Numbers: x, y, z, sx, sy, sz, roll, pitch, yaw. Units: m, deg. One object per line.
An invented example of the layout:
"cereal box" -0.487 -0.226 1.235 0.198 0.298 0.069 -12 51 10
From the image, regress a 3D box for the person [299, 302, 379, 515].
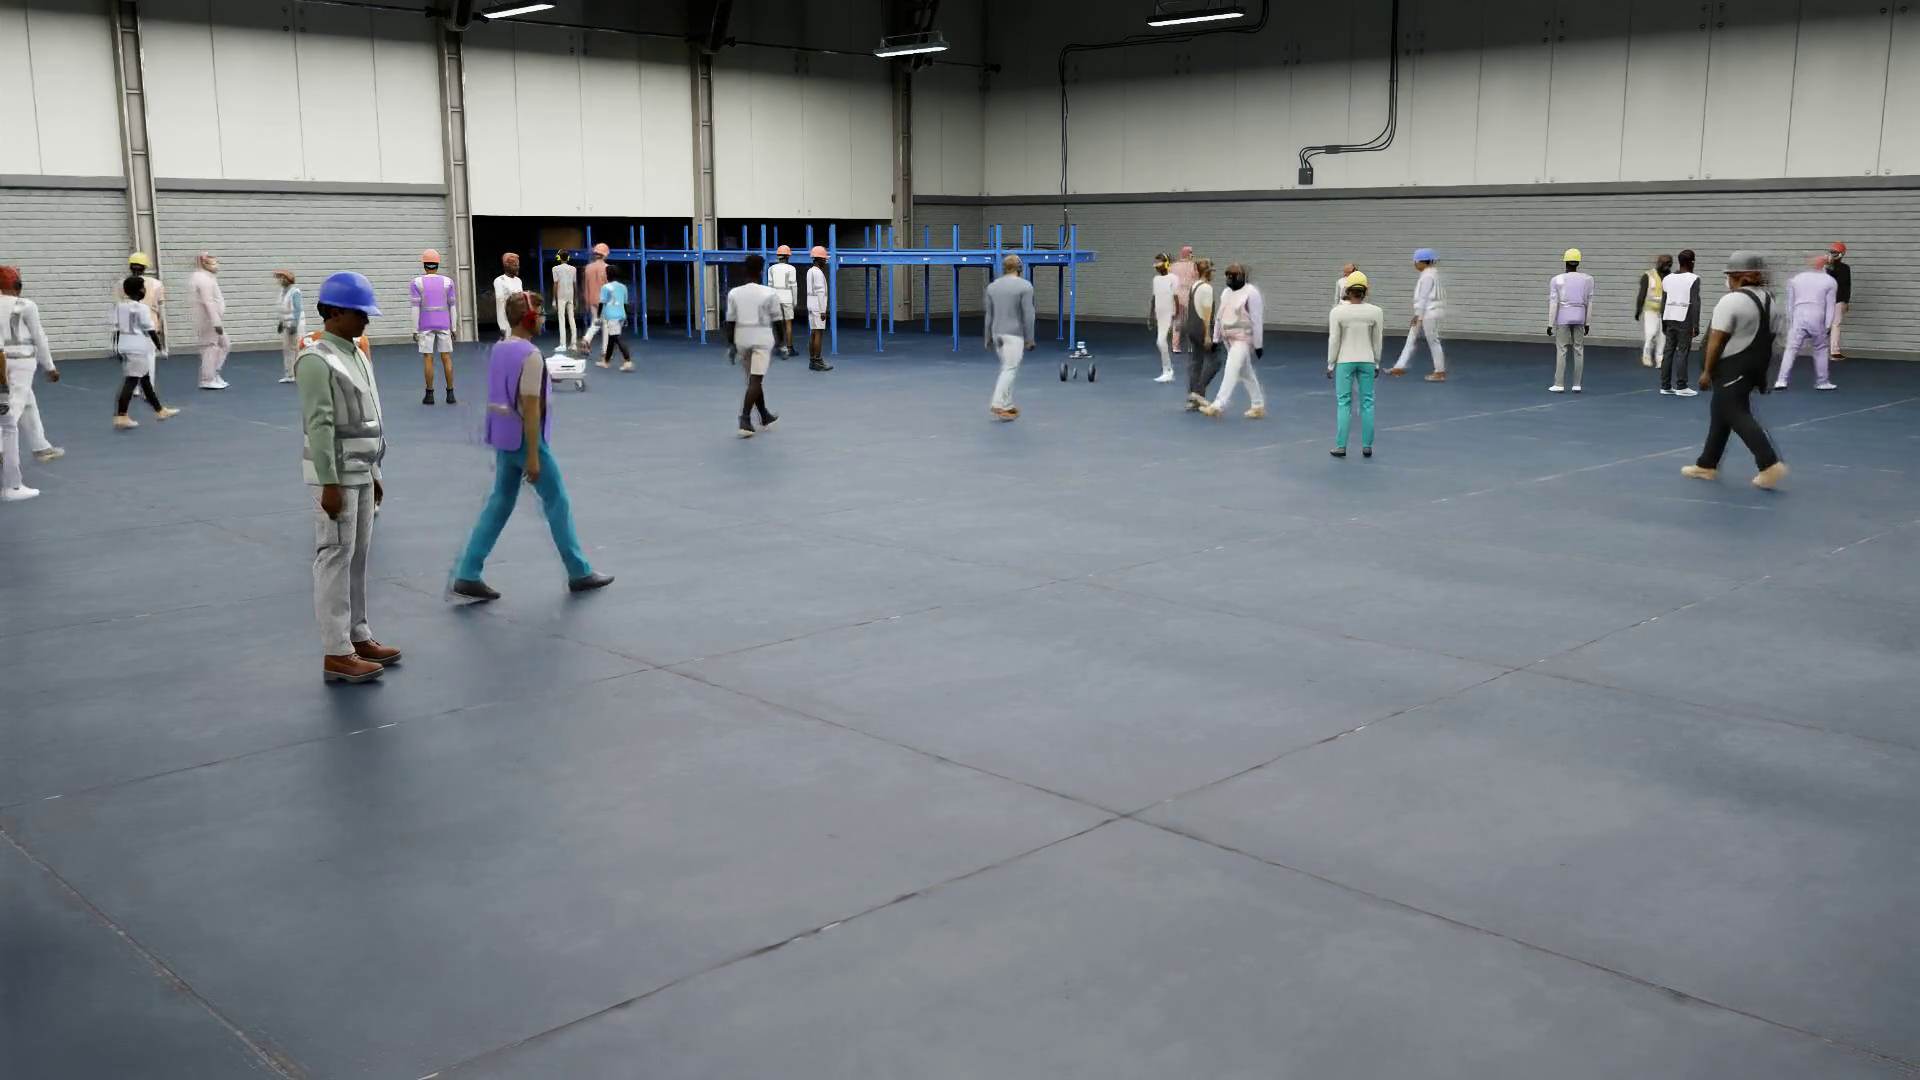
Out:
"person" -4.651 -1.010 12.477 0.532 1.696 0.319 -1 10 -8

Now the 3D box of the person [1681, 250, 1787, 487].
"person" 6.678 -1.472 14.173 0.678 2.000 0.986 -8 13 -37

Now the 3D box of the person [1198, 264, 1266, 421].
"person" 3.172 -2.277 19.152 1.010 1.781 0.621 -4 11 -22

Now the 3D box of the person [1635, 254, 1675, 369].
"person" 11.115 -3.630 26.440 0.695 1.818 0.455 1 10 5

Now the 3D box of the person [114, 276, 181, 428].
"person" -9.076 -2.091 18.465 0.550 1.654 0.846 8 13 37

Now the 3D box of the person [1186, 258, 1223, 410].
"person" 2.966 -2.490 20.190 0.409 1.827 0.544 -3 11 -17

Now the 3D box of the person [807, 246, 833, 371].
"person" -2.230 -3.659 26.256 0.351 1.941 0.545 -4 11 -23

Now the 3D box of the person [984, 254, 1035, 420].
"person" 0.510 -2.344 19.232 0.650 1.905 0.728 9 14 42

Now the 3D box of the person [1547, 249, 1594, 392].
"person" 8.241 -2.964 22.497 0.585 1.929 0.377 0 10 0

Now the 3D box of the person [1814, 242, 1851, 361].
"person" 14.867 -4.067 28.328 0.376 1.996 0.608 -6 12 -30

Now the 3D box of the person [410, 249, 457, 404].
"person" -6.648 -2.699 21.024 0.552 1.936 0.360 -5 12 -26

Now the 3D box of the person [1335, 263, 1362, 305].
"person" 6.616 -3.888 28.326 0.311 1.638 0.523 -10 14 -43

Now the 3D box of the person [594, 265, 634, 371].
"person" -5.424 -3.473 26.030 0.864 1.651 0.538 5 12 26

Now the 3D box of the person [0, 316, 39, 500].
"person" -7.768 -1.203 13.166 0.530 1.836 0.741 3 11 17

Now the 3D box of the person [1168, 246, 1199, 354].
"person" 4.060 -4.307 29.879 0.646 1.907 0.401 6 12 32

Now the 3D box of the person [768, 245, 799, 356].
"person" -3.102 -4.217 29.311 0.550 1.933 0.374 4 11 21

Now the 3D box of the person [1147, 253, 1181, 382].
"person" 2.926 -3.197 23.976 0.492 1.850 0.550 -7 12 -32

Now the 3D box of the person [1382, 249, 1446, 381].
"person" 6.684 -3.277 24.282 0.964 1.901 0.627 1 10 6

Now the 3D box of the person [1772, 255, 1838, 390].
"person" 11.661 -2.980 22.838 0.810 1.855 0.679 -9 13 -39

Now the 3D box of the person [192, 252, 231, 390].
"person" -10.254 -3.007 22.860 0.513 1.877 0.667 -5 12 -26

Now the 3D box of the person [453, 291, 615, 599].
"person" -2.563 -0.552 9.727 0.981 1.797 0.588 -9 13 -39

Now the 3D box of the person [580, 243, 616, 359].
"person" -6.156 -4.062 28.339 0.619 1.982 0.597 5 12 27

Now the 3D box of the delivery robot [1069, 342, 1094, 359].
"delivery robot" 1.778 -2.799 24.486 0.335 0.223 0.698 3 10 14

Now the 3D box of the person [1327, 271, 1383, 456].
"person" 3.789 -1.690 15.991 0.523 1.769 0.321 0 10 -1

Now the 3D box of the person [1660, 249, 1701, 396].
"person" 9.580 -2.894 22.142 0.395 1.920 0.587 -5 11 -25

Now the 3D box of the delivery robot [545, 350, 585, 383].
"delivery robot" -5.503 -2.361 22.816 0.707 0.478 0.477 -2 11 -12

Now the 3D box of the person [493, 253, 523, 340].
"person" -5.851 -2.795 21.692 0.337 1.882 0.585 2 11 13

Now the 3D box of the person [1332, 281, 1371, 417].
"person" 4.472 -2.166 18.969 0.514 1.617 0.500 -1 10 -5

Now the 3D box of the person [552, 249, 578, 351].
"person" -7.288 -4.423 30.659 0.319 1.858 0.511 10 14 44

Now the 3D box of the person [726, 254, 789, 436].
"person" -2.178 -2.095 17.815 0.605 1.916 1.023 4 11 23

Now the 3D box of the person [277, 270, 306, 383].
"person" -9.546 -3.047 23.803 0.754 1.620 0.358 9 14 40

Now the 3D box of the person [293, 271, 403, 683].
"person" -2.944 -0.312 7.999 0.400 1.942 0.602 0 10 -1

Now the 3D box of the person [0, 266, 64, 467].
"person" -8.738 -1.603 15.354 0.577 1.840 0.987 3 11 18

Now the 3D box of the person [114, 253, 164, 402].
"person" -10.536 -2.737 21.391 0.584 1.873 0.982 -5 12 -27
